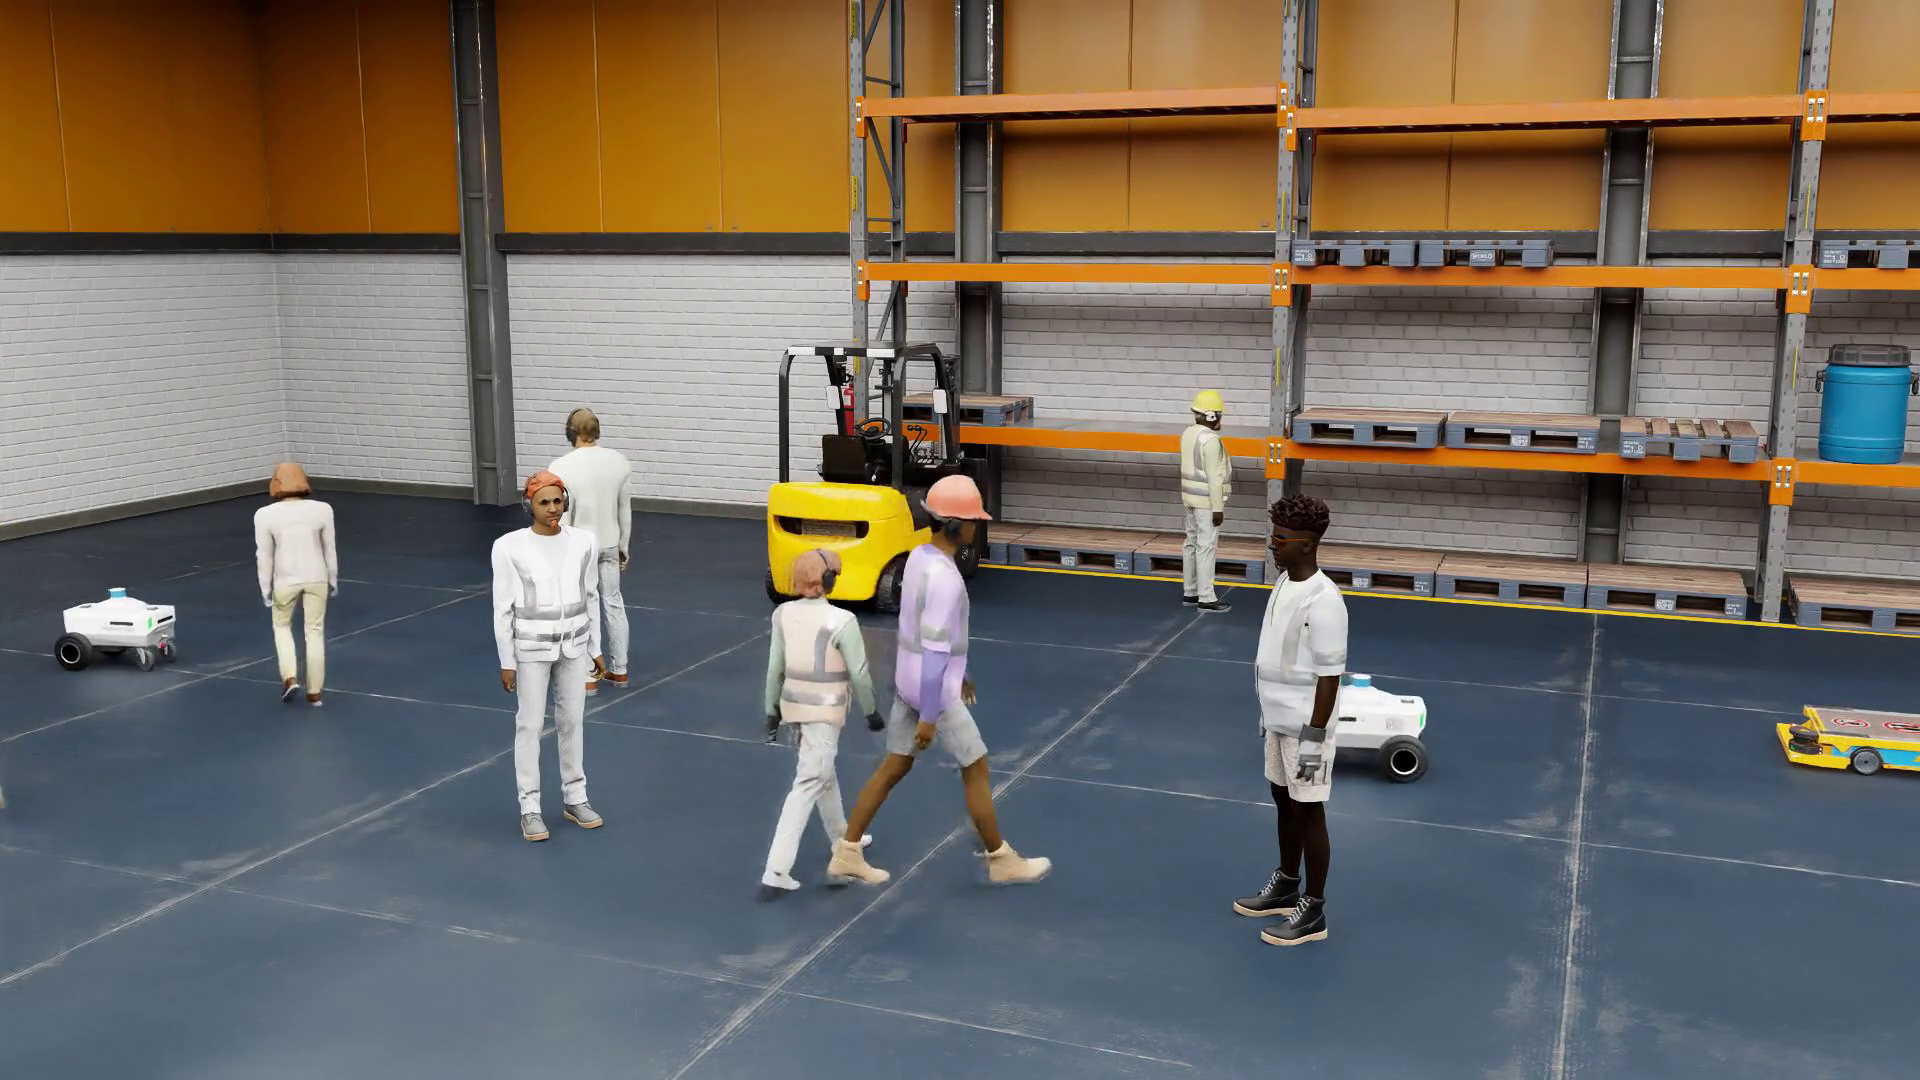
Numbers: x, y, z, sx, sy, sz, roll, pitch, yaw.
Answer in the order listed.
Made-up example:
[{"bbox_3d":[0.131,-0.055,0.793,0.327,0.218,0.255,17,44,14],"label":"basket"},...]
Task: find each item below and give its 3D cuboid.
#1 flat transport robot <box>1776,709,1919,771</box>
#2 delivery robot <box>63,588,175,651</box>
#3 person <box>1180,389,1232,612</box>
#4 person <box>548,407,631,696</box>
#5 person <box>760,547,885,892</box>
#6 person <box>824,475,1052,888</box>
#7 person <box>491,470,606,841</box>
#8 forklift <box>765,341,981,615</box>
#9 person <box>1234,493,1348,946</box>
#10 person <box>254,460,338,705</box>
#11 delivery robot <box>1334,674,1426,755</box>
[{"bbox_3d":[5.571,1.184,9.654,1.431,0.197,0.652,4,11,19],"label":"flat transport robot"},{"bbox_3d":[-6.020,0.587,11.926,0.707,0.478,0.477,1,10,7],"label":"delivery robot"},{"bbox_3d":[2.028,-0.324,13.699,0.403,1.835,0.586,-3,11,-17],"label":"person"},{"bbox_3d":[-2.484,0.074,11.193,0.354,1.936,0.635,9,14,42],"label":"person"},{"bbox_3d":[-0.697,0.839,7.892,0.513,1.602,0.846,9,14,41],"label":"person"},{"bbox_3d":[-0.141,0.678,7.732,1.077,1.986,0.609,-3,11,-17],"label":"person"},{"bbox_3d":[-2.093,0.582,8.521,0.574,1.883,0.356,-8,13,-38],"label":"person"},{"bbox_3d":[-0.739,-0.602,14.246,1.214,2.155,2.313,4,11,21],"label":"forklift"},{"bbox_3d":[1.457,0.769,7.241,0.367,1.966,0.606,-2,10,-10],"label":"person"},{"bbox_3d":[-4.334,0.288,10.907,0.498,1.621,0.351,-5,11,-27],"label":"person"},{"bbox_3d":[2.296,1.015,9.546,0.707,0.478,0.477,2,10,10],"label":"delivery robot"}]
